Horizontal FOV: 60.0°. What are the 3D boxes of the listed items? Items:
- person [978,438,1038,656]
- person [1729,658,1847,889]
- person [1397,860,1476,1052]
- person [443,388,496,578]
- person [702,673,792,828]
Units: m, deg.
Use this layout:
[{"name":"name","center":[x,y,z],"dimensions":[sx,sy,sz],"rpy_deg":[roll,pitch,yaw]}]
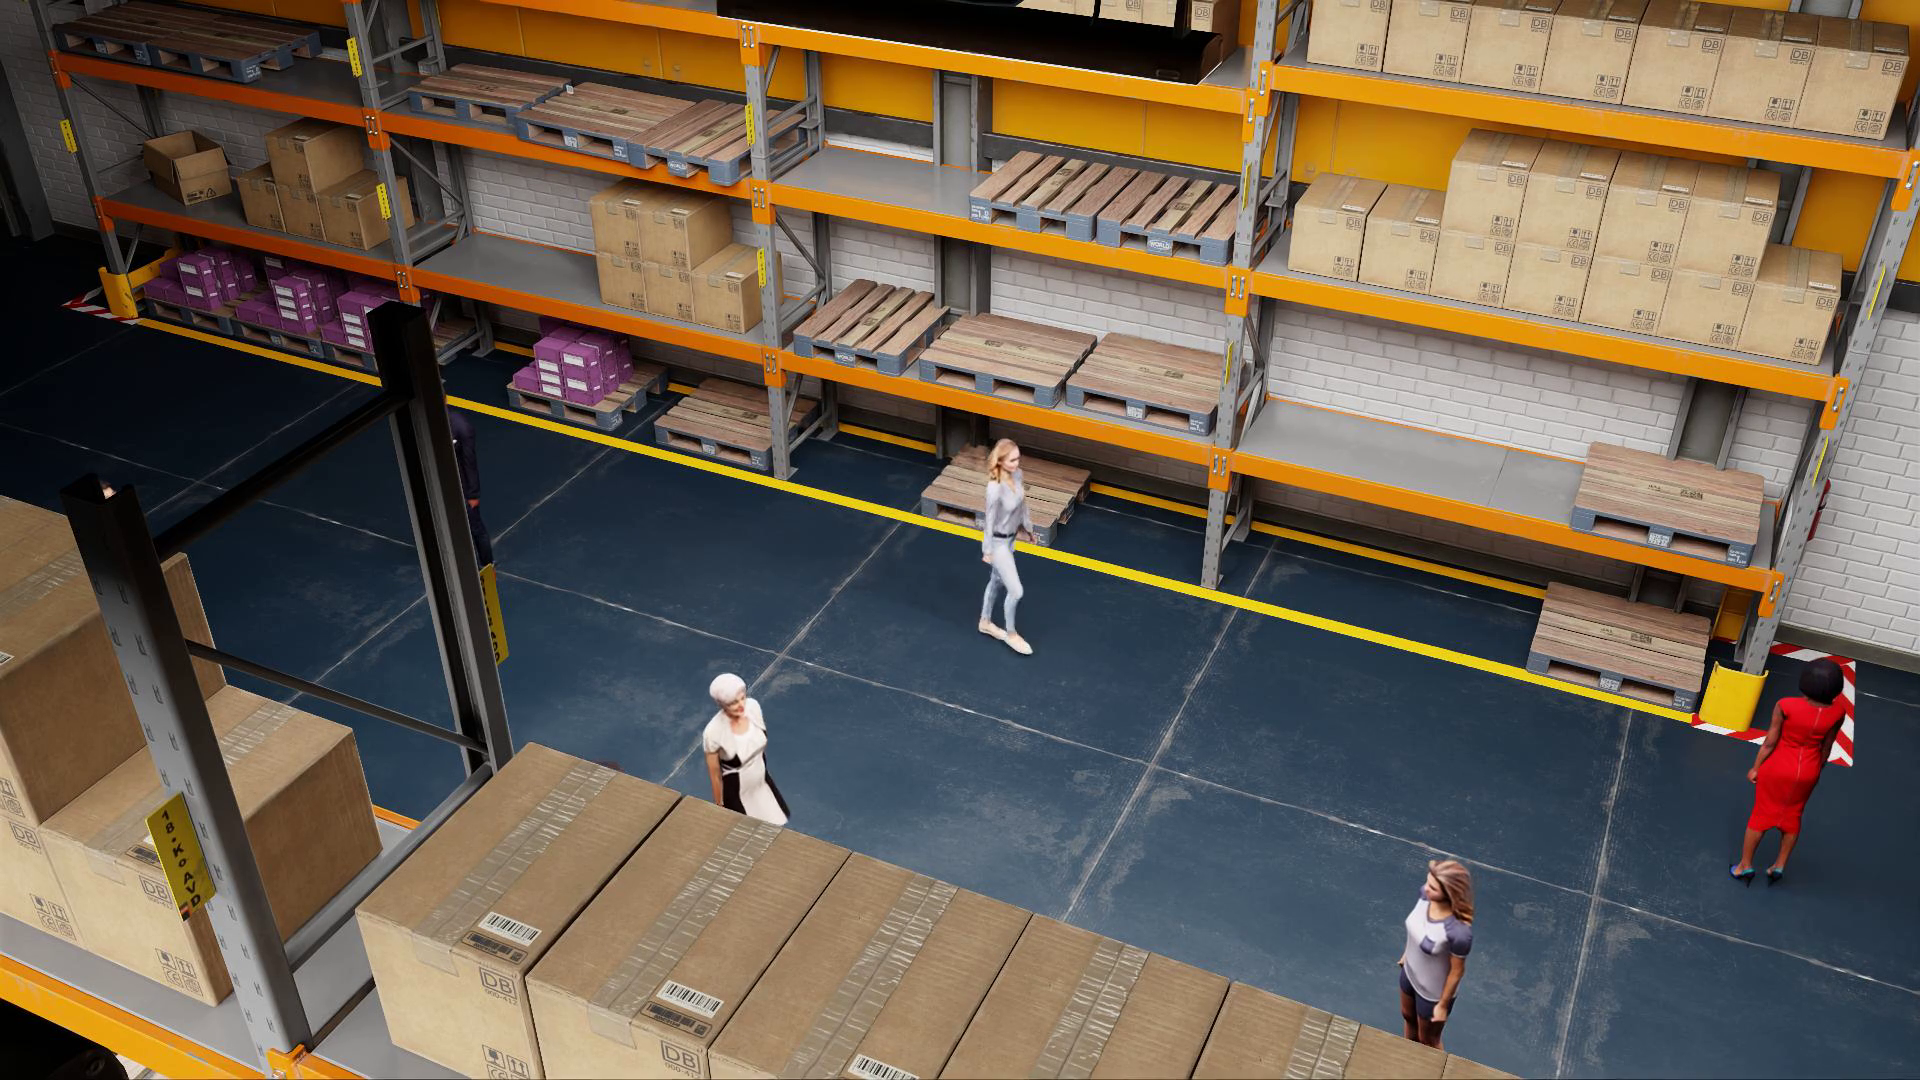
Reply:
[{"name":"person","center":[0.249,-0.005,12.486],"dimensions":[0.771,1.776,0.631],"rpy_deg":[18,37,25]},{"name":"person","center":[5.141,1.454,10.321],"dimensions":[0.547,1.743,0.695],"rpy_deg":[4,34,6]},{"name":"person","center":[2.540,2.367,8.960],"dimensions":[0.731,1.730,0.690],"rpy_deg":[-8,34,-12]},{"name":"person","center":[-3.979,-0.427,13.085],"dimensions":[0.568,1.817,0.778],"rpy_deg":[10,35,15]},{"name":"person","center":[-1.402,1.493,10.265],"dimensions":[0.735,1.741,0.726],"rpy_deg":[26,41,33]}]
